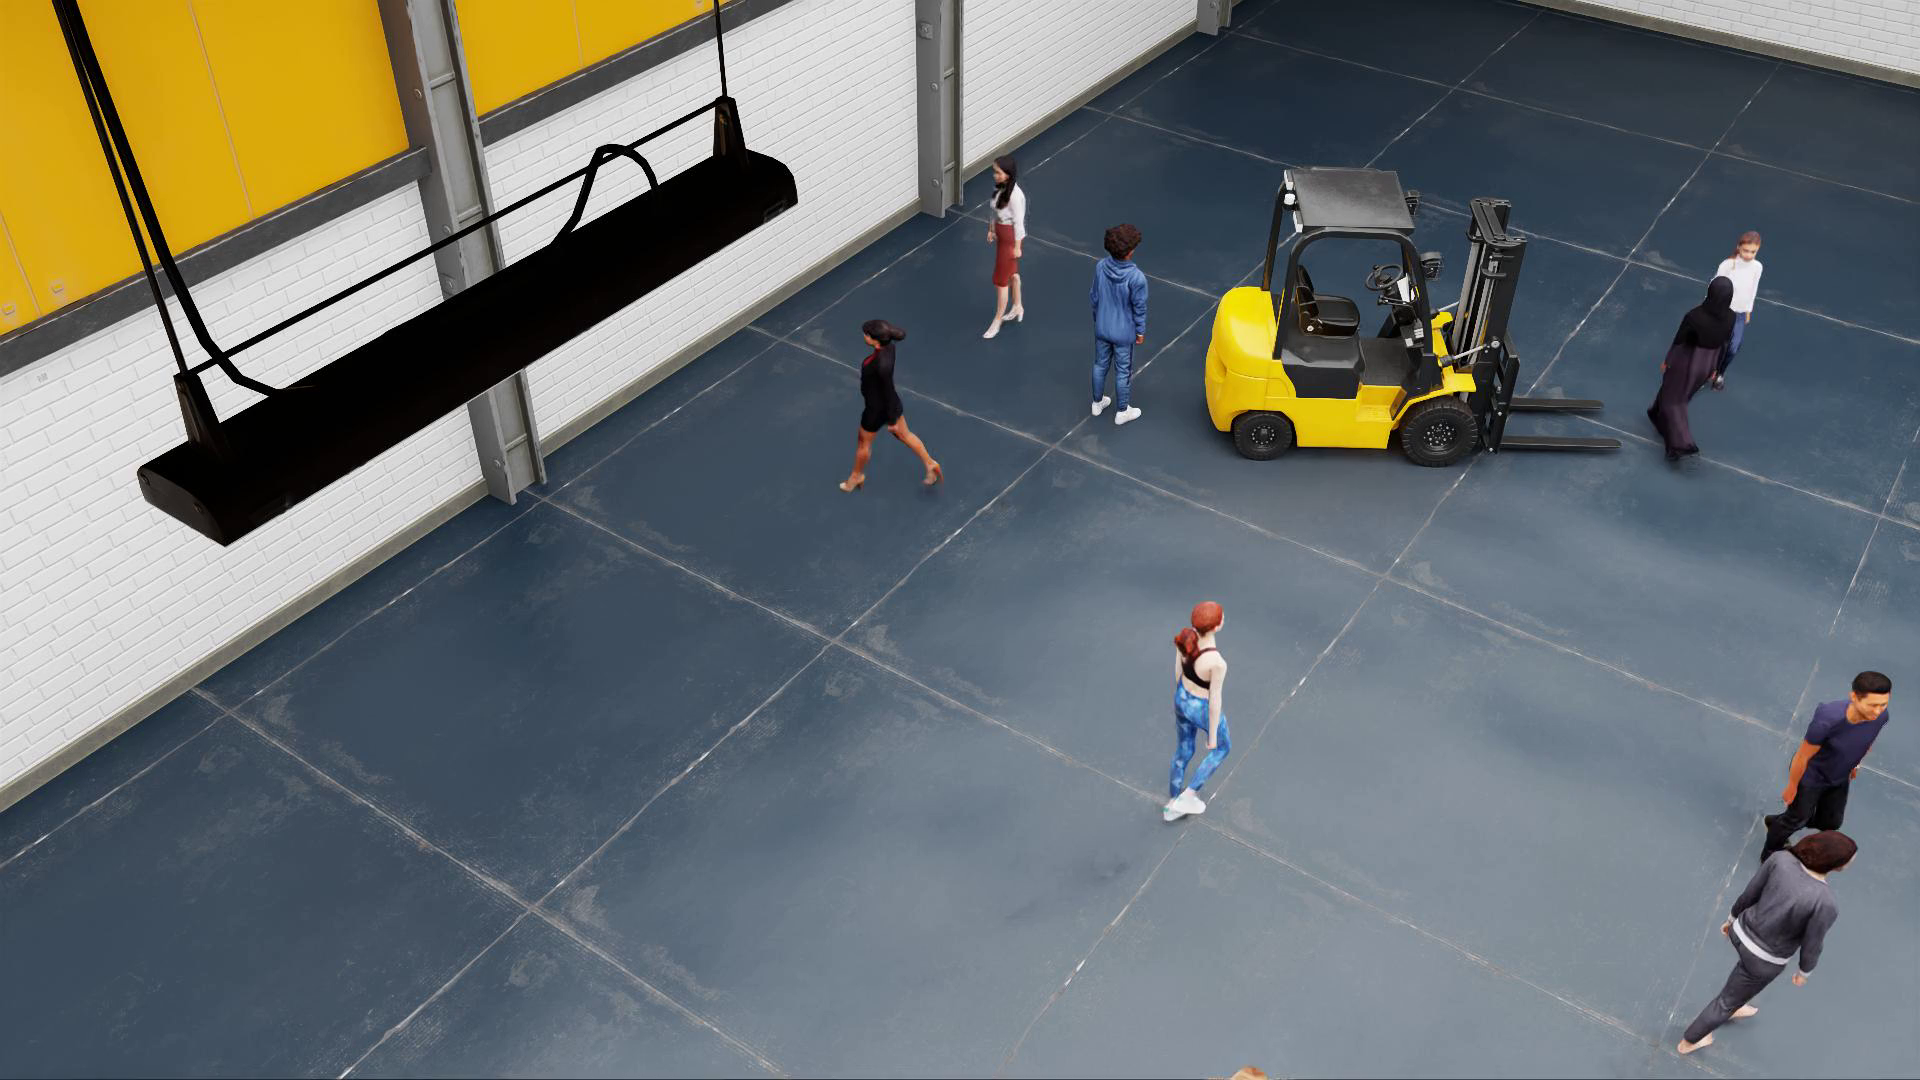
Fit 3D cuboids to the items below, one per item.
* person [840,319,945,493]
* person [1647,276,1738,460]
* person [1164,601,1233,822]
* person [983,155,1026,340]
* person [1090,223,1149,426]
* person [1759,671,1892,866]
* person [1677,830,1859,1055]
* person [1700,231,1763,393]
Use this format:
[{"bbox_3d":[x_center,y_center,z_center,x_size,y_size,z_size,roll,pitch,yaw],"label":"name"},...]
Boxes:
[{"bbox_3d":[-0.506,-1.006,13.093,0.952,1.594,1.087,6,39,8],"label":"person"},{"bbox_3d":[5.999,-1.394,13.579,1.015,1.595,1.104,-5,39,-6],"label":"person"},{"bbox_3d":[1.399,1.123,10.285,0.732,1.773,0.684,-25,45,-28],"label":"person"},{"bbox_3d":[0.458,-2.707,15.108,0.868,1.738,0.800,-11,40,-13],"label":"person"},{"bbox_3d":[1.316,-1.813,13.932,0.681,1.809,0.556,26,45,29],"label":"person"},{"bbox_3d":[5.135,1.350,10.002,0.855,1.772,0.918,-6,39,-7],"label":"person"},{"bbox_3d":[4.255,2.192,8.980,0.944,1.730,0.863,-17,42,-20],"label":"person"},{"bbox_3d":[6.639,-2.025,14.413,0.676,1.539,0.706,7,39,9],"label":"person"}]
